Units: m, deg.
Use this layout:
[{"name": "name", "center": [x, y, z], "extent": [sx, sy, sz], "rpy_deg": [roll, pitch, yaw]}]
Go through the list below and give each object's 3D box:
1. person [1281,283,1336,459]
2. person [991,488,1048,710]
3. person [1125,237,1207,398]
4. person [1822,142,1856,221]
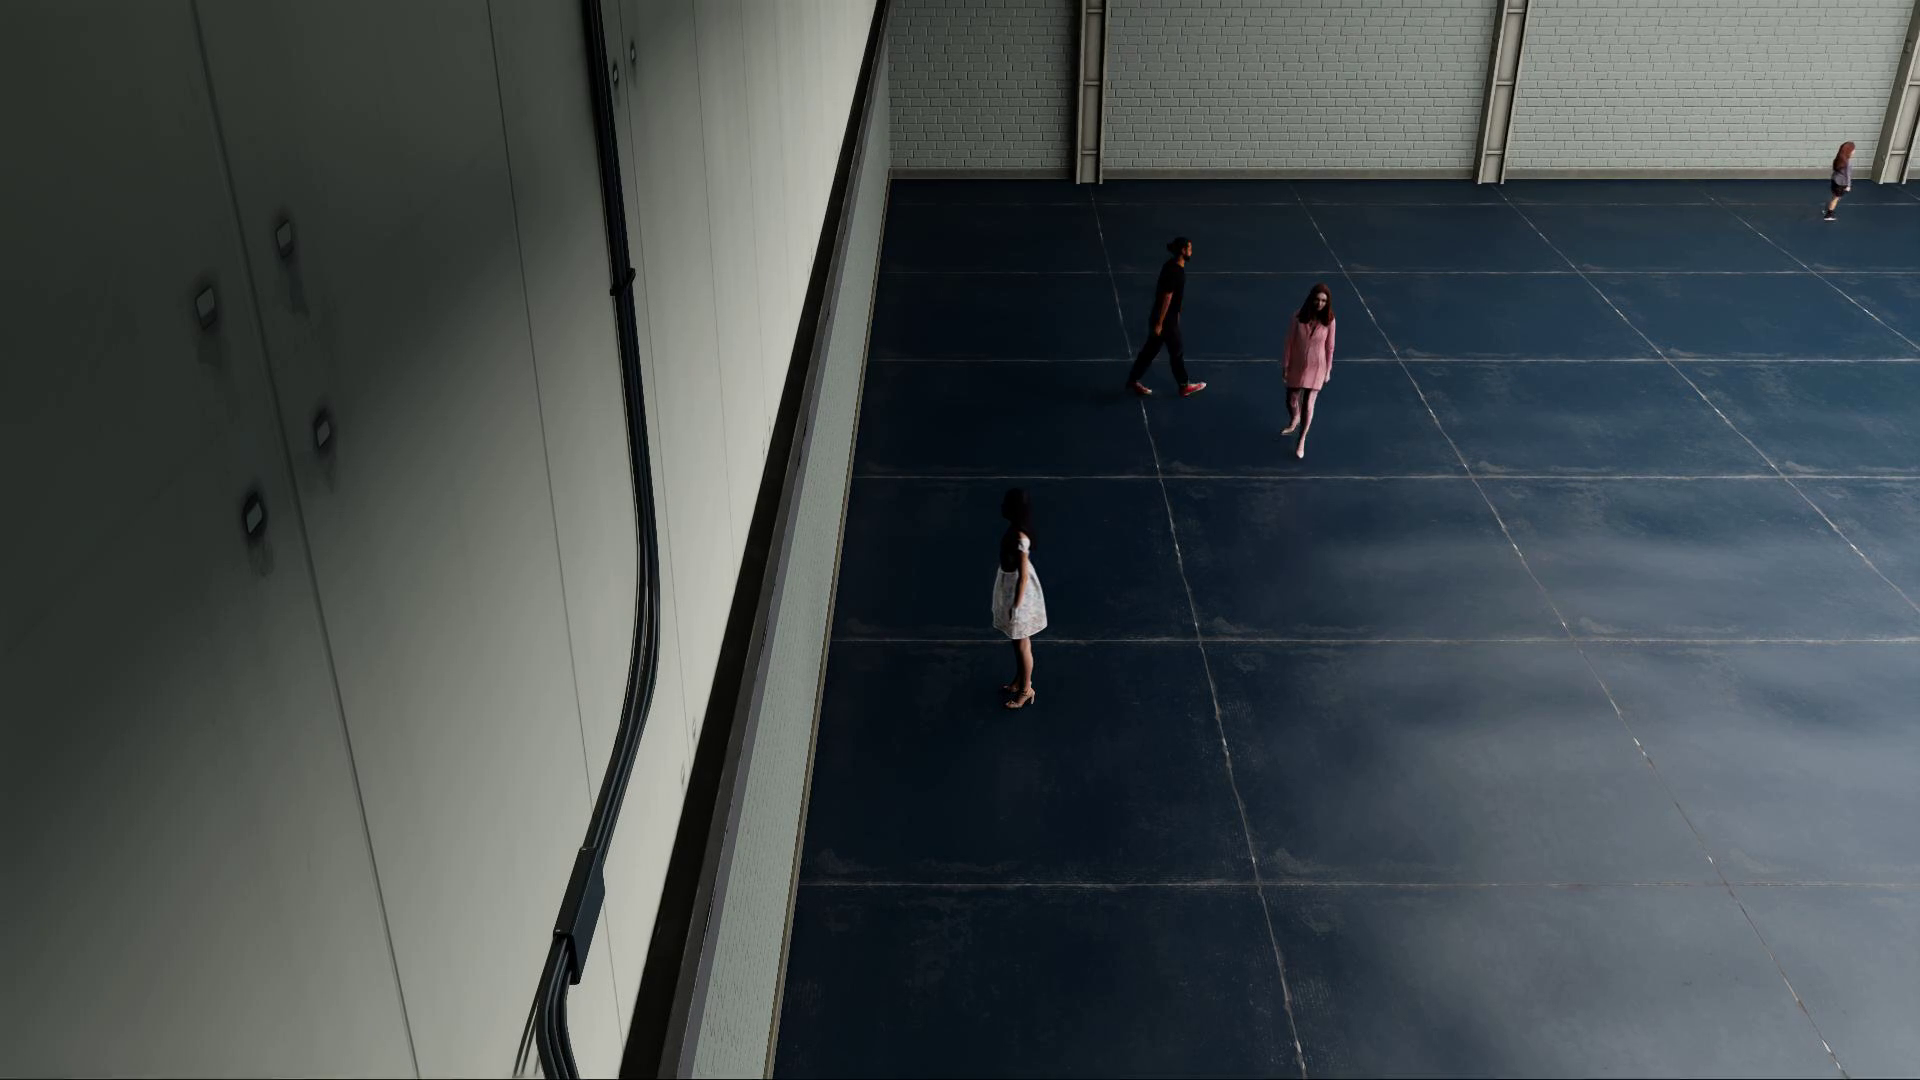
[{"name": "person", "center": [3.349, -1.669, 16.094], "extent": [0.866, 1.773, 0.827], "rpy_deg": [10, 30, 18]}, {"name": "person", "center": [0.416, 0.426, 12.159], "extent": [0.610, 1.773, 0.630], "rpy_deg": [0, 28, 0]}, {"name": "person", "center": [2.045, -2.295, 17.327], "extent": [1.073, 1.718, 0.684], "rpy_deg": [4, 28, 8]}, {"name": "person", "center": [12.118, -4.965, 22.999], "extent": [0.488, 1.099, 0.483], "rpy_deg": [1, 28, 2]}]
